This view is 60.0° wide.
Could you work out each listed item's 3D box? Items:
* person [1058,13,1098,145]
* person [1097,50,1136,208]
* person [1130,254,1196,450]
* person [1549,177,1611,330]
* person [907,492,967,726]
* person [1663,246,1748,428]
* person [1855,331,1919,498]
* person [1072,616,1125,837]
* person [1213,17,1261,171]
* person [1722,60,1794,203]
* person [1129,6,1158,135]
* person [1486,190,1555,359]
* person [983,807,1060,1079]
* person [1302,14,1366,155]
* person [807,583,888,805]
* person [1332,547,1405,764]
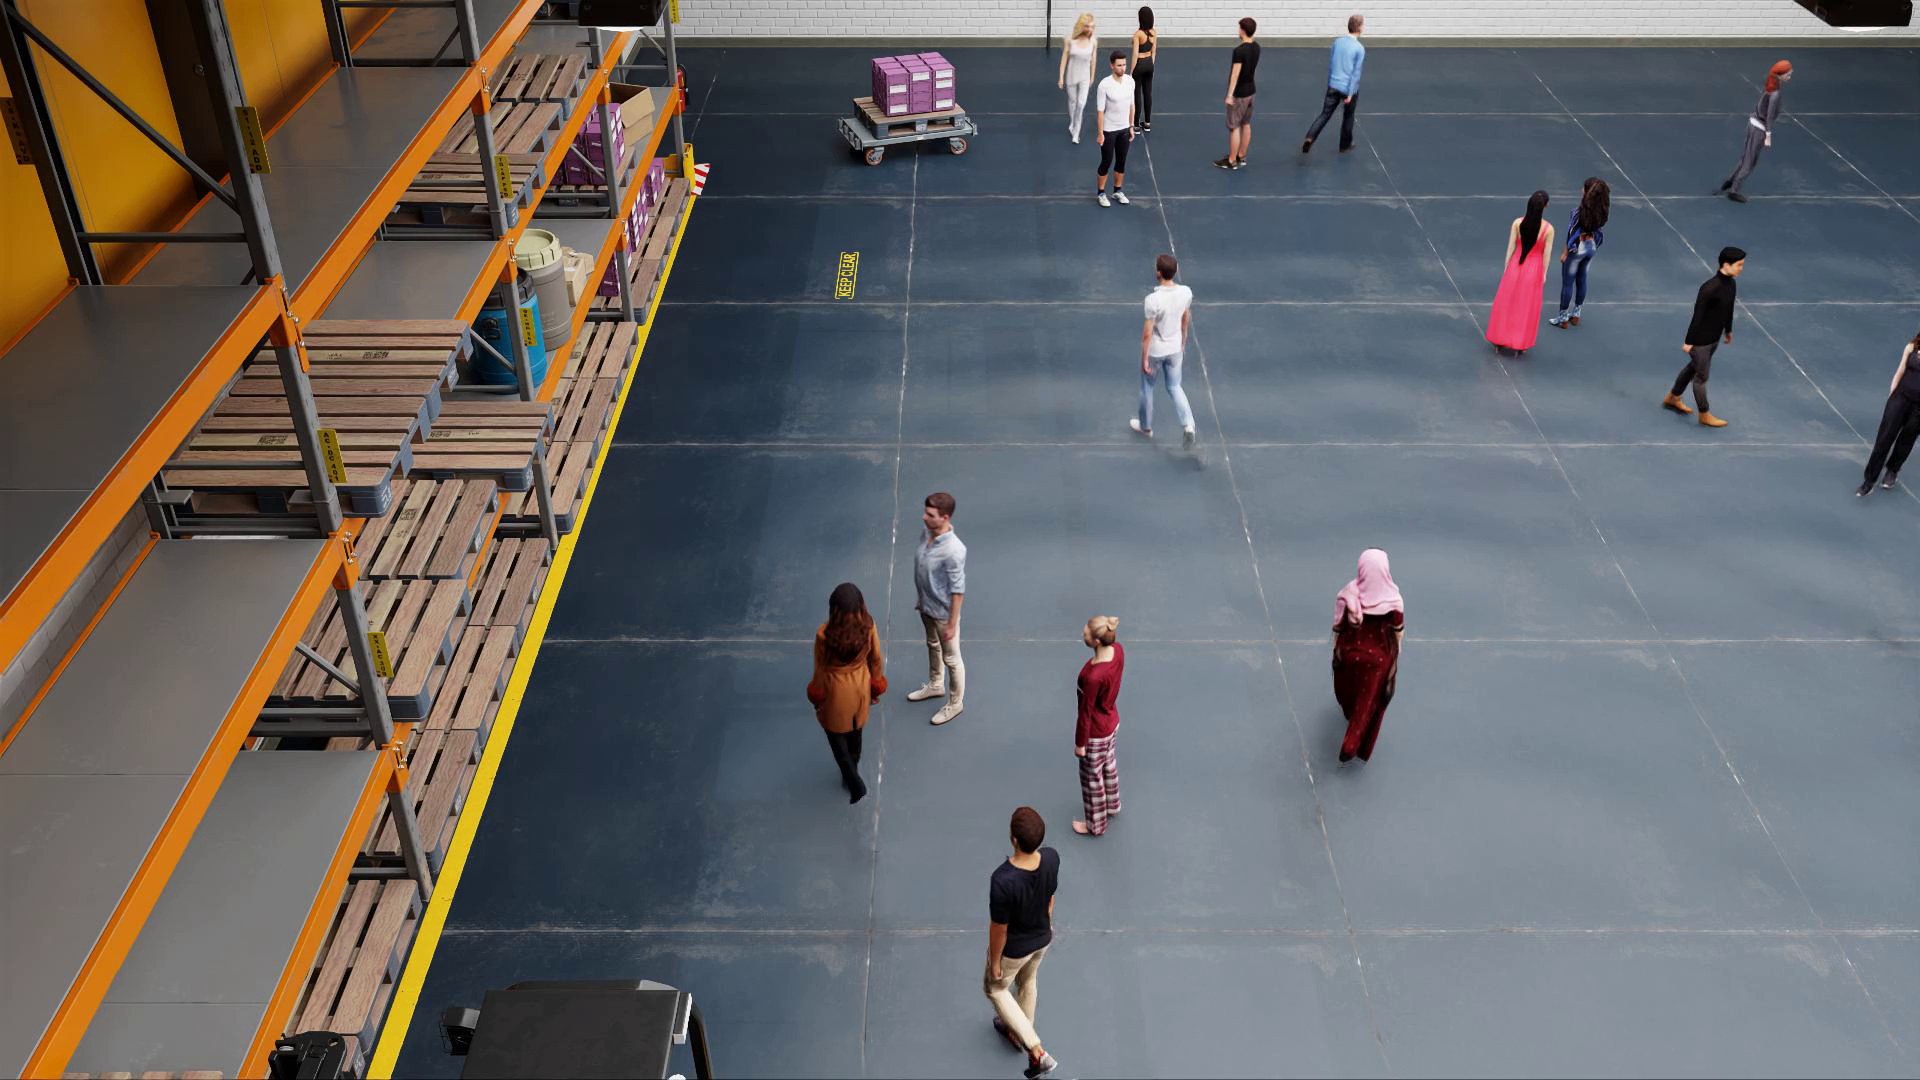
[{"bbox_3d":[1.534,-6.045,21.676,0.727,1.617,1.159,5,34,7],"label":"person"},{"bbox_3d":[1.840,-4.894,19.736,0.737,1.848,0.732,-16,37,-23],"label":"person"},{"bbox_3d":[1.870,-1.645,14.866,0.923,1.829,1.137,-15,36,-21],"label":"person"},{"bbox_3d":[6.341,-2.953,17.024,0.699,1.618,0.693,-15,36,-21],"label":"person"},{"bbox_3d":[-0.131,0.455,11.691,0.795,1.847,0.673,-17,37,-24],"label":"person"},{"bbox_3d":[6.864,-1.929,15.404,0.978,1.705,1.054,-25,41,-33],"label":"person"},{"bbox_3d":[8.220,-1.194,14.286,0.898,1.720,0.989,24,41,32],"label":"person"},{"bbox_3d":[0.898,1.182,10.730,0.742,1.699,0.600,14,36,20],"label":"person"},{"bbox_3d":[3.533,-5.580,20.758,0.817,1.860,0.734,23,40,31],"label":"person"},{"bbox_3d":[9.453,-4.854,19.775,0.869,1.740,0.672,2,34,3],"label":"person"},{"bbox_3d":[2.396,-6.181,21.858,0.641,1.642,0.656,-20,38,-27],"label":"person"},{"bbox_3d":[5.581,-2.628,16.441,0.719,1.723,0.733,18,38,25],"label":"person"},{"bbox_3d":[0.382,2.220,9.040,0.912,1.841,0.999,-23,40,-31],"label":"person"},{"bbox_3d":[4.778,-5.686,20.992,1.168,1.778,1.223,29,43,36],"label":"person"},{"bbox_3d":[-0.720,1.058,10.909,0.856,1.708,0.966,-11,35,-16],"label":"person"},{"bbox_3d":[2.773,0.807,11.383,0.918,1.602,1.142,13,36,19],"label":"person"}]
